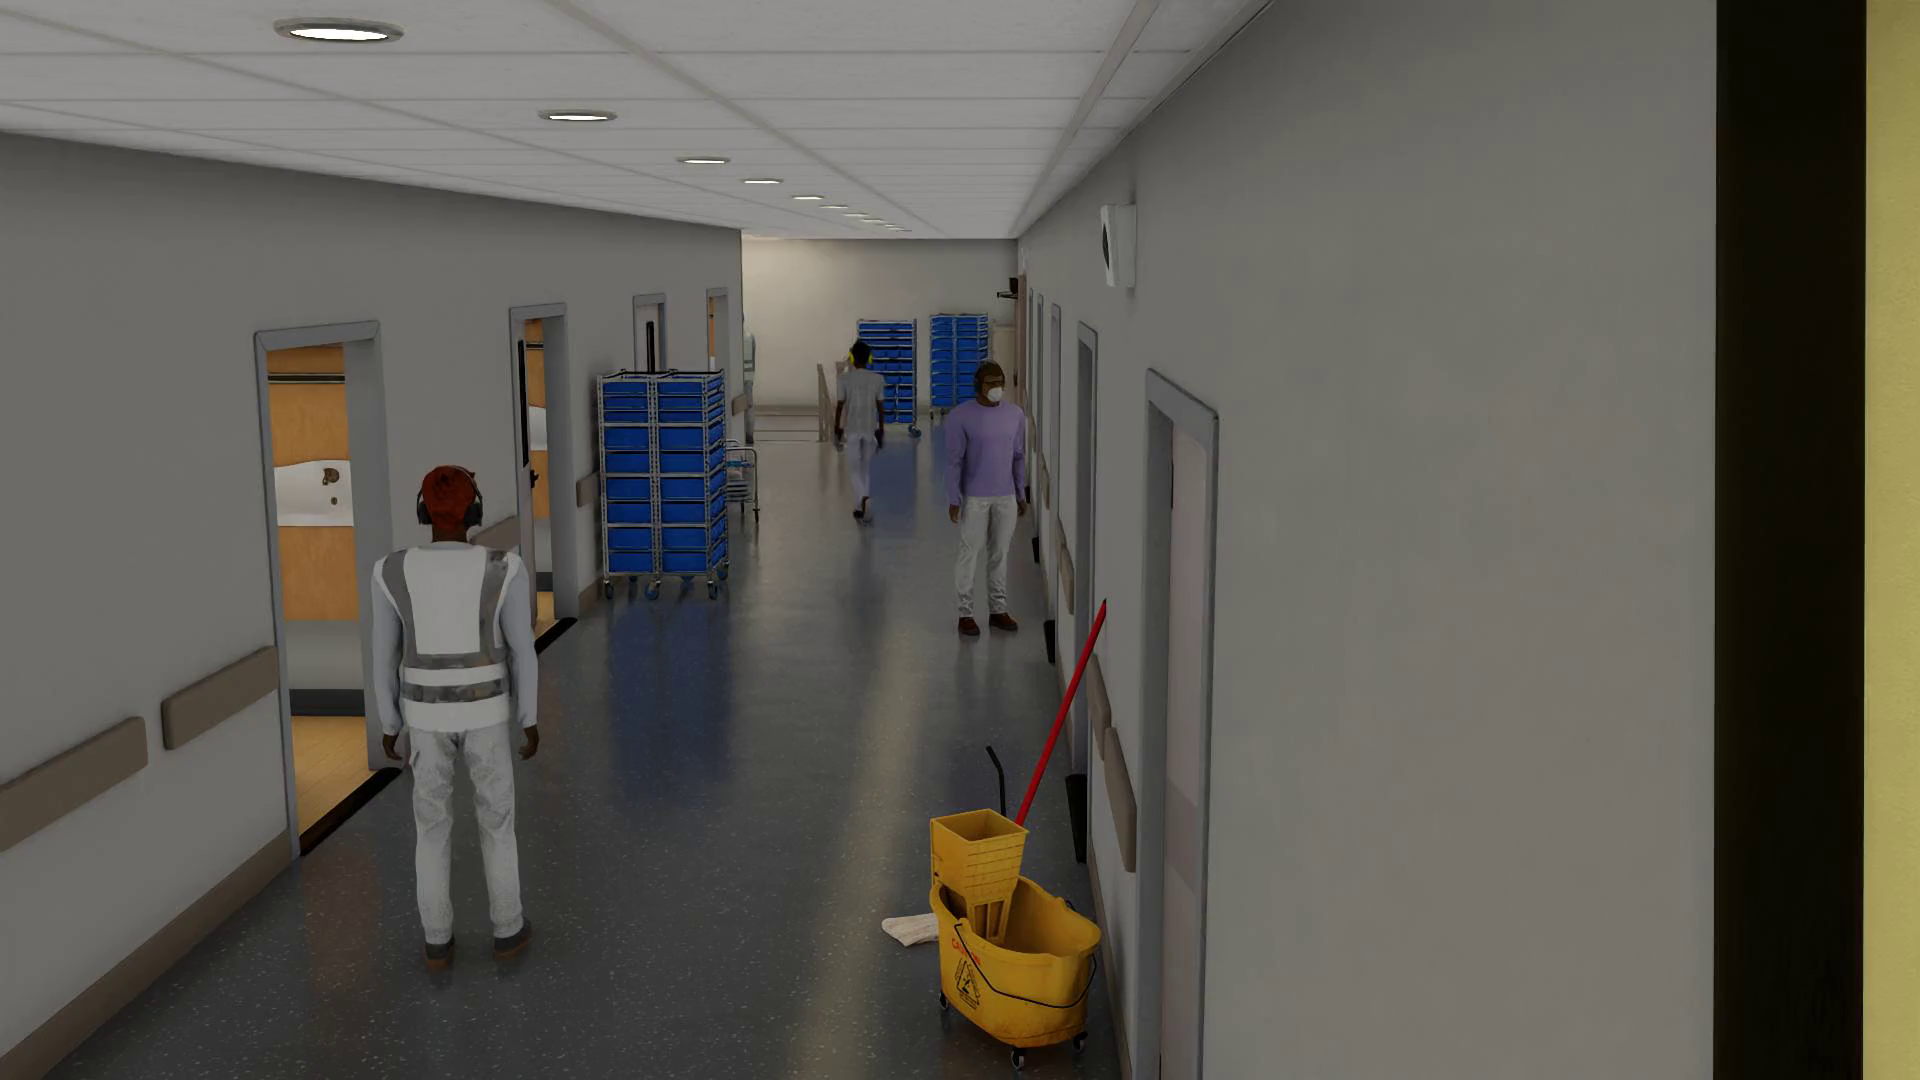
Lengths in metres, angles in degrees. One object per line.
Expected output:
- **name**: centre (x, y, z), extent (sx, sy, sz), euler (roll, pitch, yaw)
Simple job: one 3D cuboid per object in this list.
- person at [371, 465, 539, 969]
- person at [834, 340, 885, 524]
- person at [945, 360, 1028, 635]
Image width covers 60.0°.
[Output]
- **person**: centre (-1.863, 0.658, 6.195), extent (0.584, 1.882, 0.340), euler (-1, 10, -8)
- **person**: centre (-0.996, -1.083, 16.739), extent (0.508, 1.852, 0.789), euler (-3, 10, -17)
- **person**: centre (0.193, -0.302, 11.782), extent (0.638, 1.936, 0.356), euler (-5, 11, -28)
